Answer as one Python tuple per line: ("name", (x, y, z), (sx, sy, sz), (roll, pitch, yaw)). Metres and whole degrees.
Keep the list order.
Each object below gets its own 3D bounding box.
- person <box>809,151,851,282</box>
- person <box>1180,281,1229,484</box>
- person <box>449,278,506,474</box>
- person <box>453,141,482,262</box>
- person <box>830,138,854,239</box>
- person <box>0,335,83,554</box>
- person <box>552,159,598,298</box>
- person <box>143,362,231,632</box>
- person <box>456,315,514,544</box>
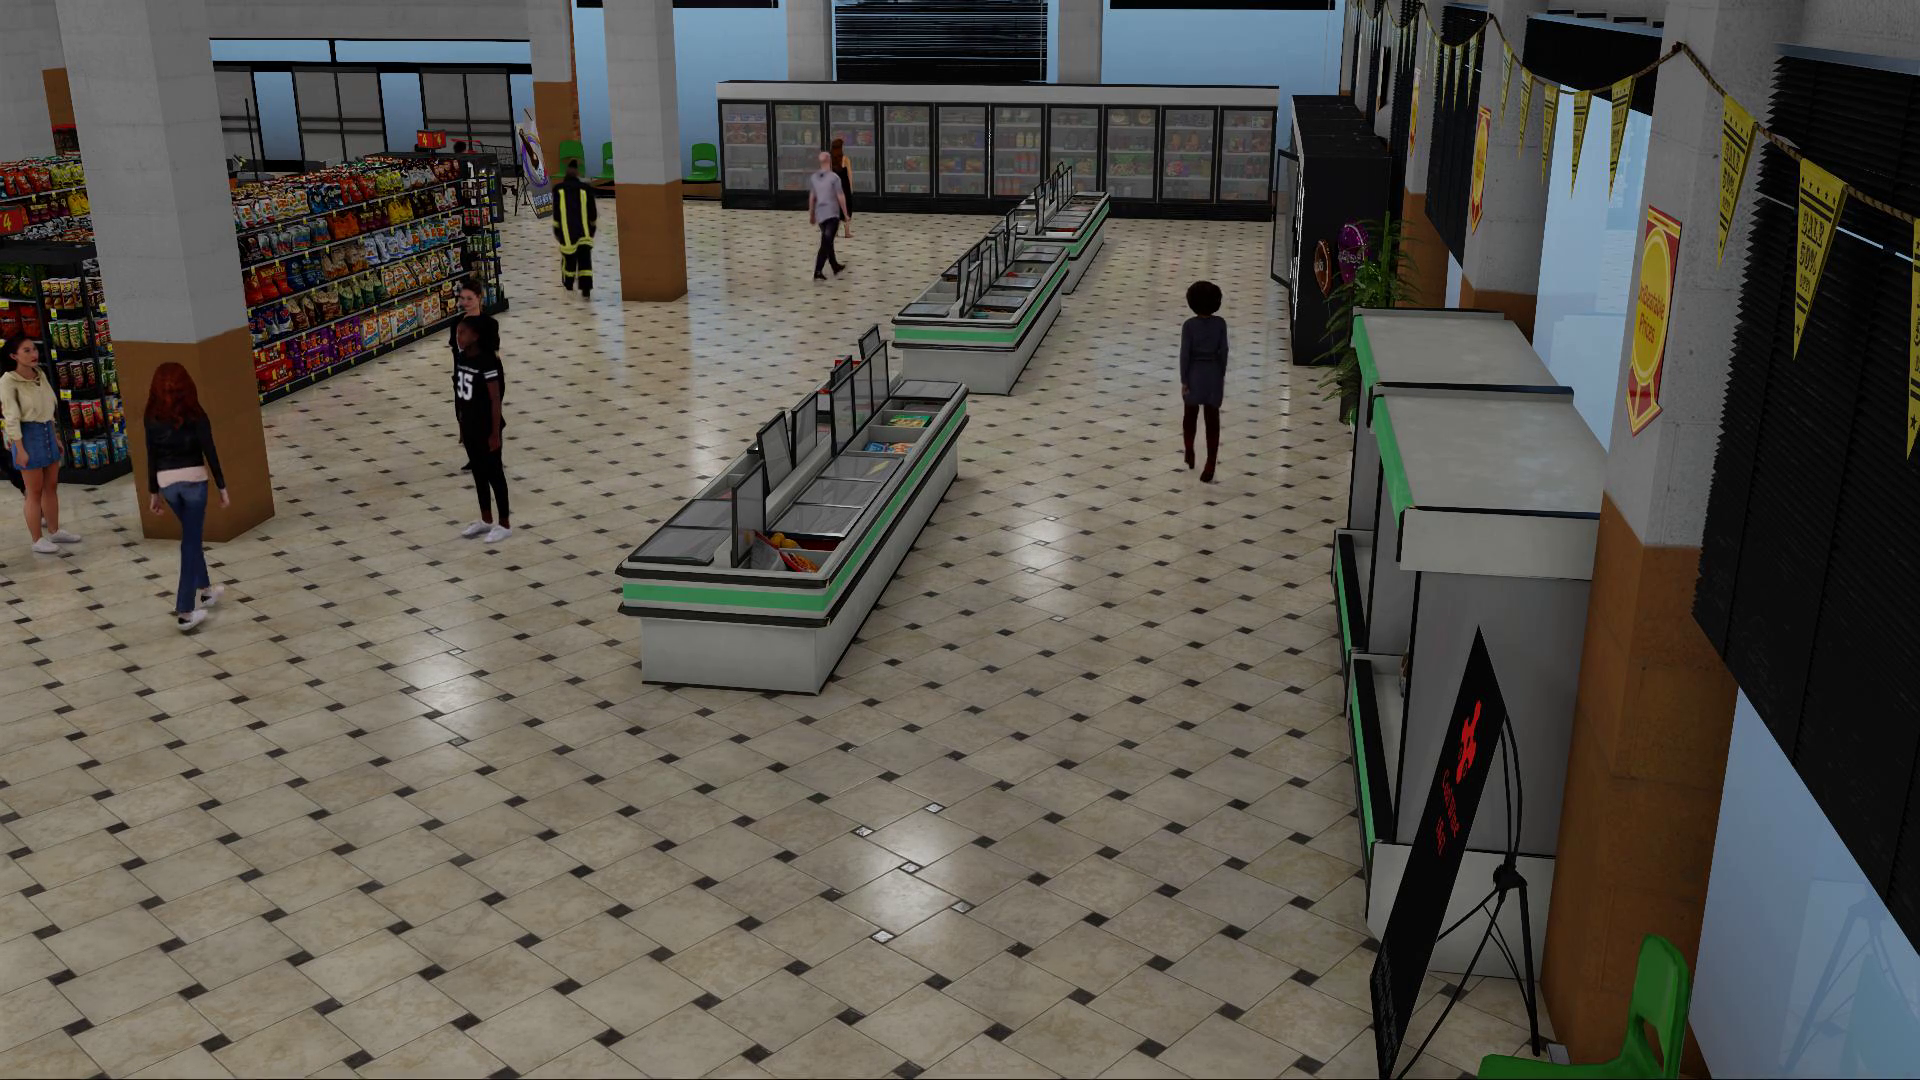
("person", (-1.905, -4.507, 23.417), (0.997, 1.784, 1.328), (11, 22, 30))
("person", (2.082, -1.299, 14.078), (0.694, 1.673, 1.139), (0, 19, 0))
("person", (-4.161, -1.409, 14.375), (0.614, 1.691, 0.536), (3, 19, 9))
("person", (-7.372, -5.007, 24.792), (0.670, 1.854, 0.567), (4, 19, 12))
("person", (-2.002, -5.847, 27.640), (0.555, 1.625, 0.561), (4, 19, 11))
("person", (-6.927, -0.728, 12.450), (0.693, 1.631, 0.479), (3, 19, 8))
("person", (-5.131, -4.127, 22.239), (1.093, 1.817, 1.280), (-6, 20, -17))
("person", (-5.094, -0.252, 10.837), (0.649, 1.759, 0.898), (1, 19, 4))
("person", (-3.640, -0.848, 12.653), (0.700, 1.729, 0.711), (15, 24, 38))
